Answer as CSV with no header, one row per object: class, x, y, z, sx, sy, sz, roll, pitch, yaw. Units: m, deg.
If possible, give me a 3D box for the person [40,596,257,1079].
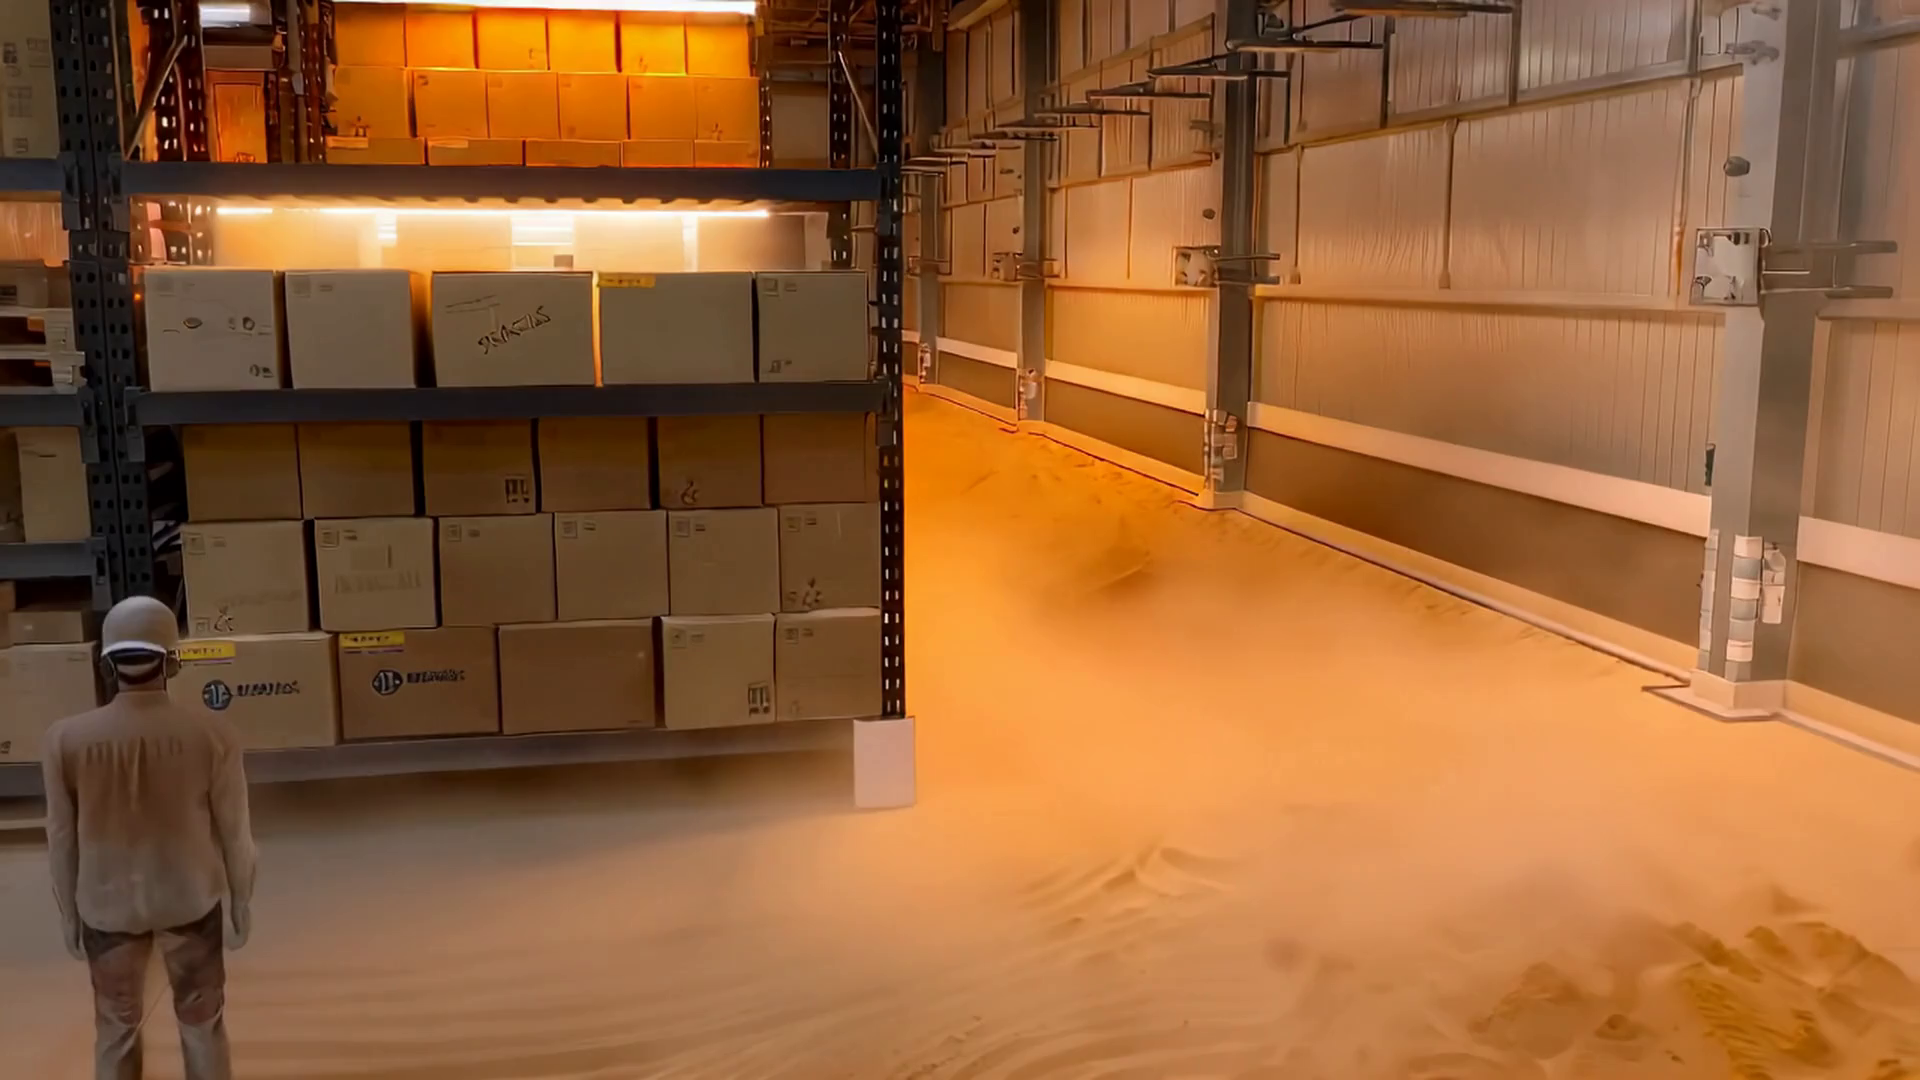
person,-2.615,1.168,5.424,0.607,1.987,0.412,-3,10,-19
